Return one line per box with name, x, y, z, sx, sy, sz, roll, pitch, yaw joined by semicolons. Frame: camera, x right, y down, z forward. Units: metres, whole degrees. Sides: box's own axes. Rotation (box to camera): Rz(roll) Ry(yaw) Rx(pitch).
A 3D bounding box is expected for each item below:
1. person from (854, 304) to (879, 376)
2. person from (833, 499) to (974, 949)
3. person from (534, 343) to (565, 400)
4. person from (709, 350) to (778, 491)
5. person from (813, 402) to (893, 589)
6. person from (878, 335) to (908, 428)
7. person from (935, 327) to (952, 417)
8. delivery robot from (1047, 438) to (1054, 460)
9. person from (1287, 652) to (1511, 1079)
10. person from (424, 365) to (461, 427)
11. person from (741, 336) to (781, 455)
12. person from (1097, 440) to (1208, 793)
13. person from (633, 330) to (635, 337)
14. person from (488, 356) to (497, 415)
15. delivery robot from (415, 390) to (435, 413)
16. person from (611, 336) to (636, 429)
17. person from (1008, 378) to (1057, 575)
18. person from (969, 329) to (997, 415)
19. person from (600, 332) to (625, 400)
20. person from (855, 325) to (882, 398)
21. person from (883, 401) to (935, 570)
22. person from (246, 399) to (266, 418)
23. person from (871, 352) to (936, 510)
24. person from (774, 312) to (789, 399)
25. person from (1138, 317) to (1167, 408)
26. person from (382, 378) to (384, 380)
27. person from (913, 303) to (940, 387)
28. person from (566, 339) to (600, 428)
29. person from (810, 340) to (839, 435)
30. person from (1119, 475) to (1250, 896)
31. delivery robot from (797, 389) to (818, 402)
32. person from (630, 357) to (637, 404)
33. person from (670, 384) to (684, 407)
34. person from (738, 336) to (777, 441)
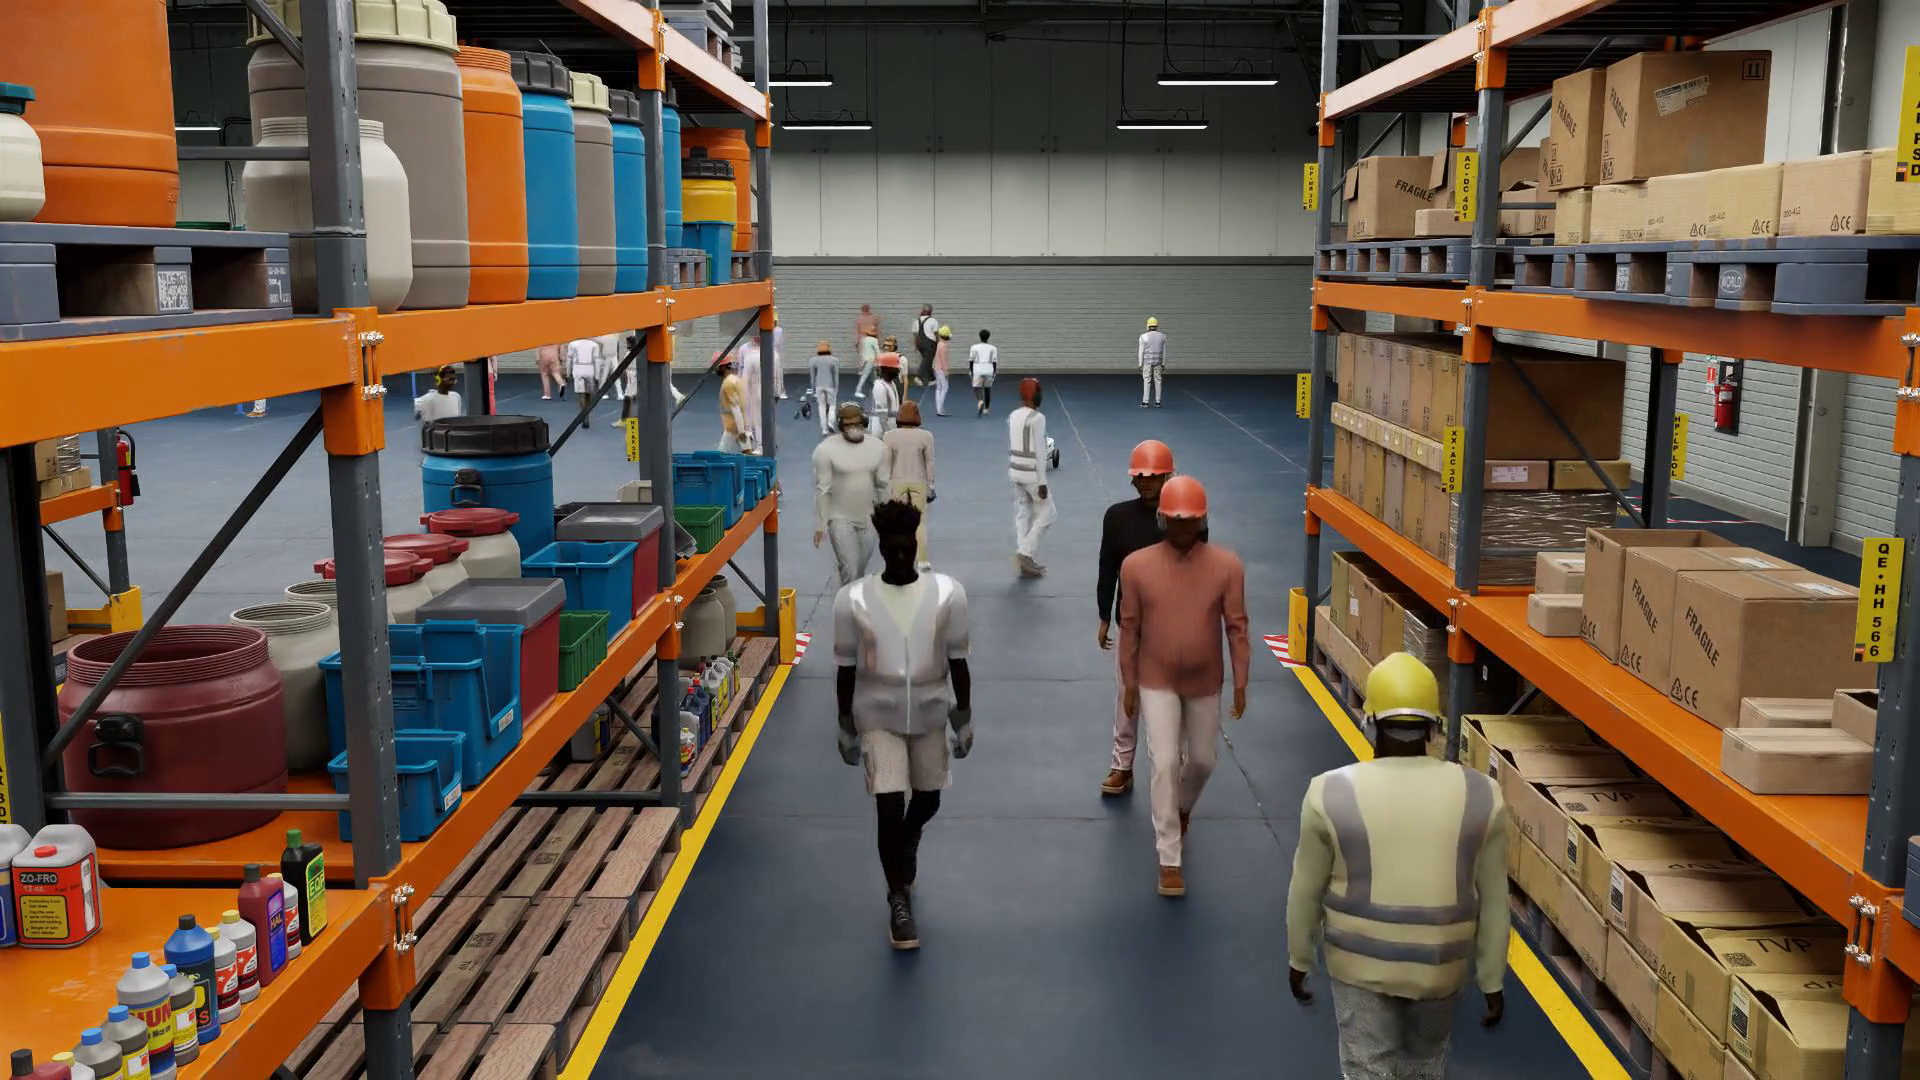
person;-2.441;-5.227;43.440;0.662;1.881;0.852;-3;10;-17
person;-0.261;0.758;7.421;0.620;1.938;0.833;-2;10;-11
person;-8.832;-3.949;35.791;0.653;1.882;0.660;-8;12;-39
person;-2.734;-1.422;20.685;0.981;1.881;0.560;1;10;5
person;-0.800;-0.121;12.836;0.700;1.890;0.826;-6;11;-32
person;-1.038;-2.204;25.434;0.516;1.842;0.328;5;11;29
person;-0.336;-3.248;32.064;0.288;1.726;0.628;-1;10;-9
delivery robot;1.141;-1.332;23.911;0.477;0.478;0.707;2;10;11
person;1.285;1.222;4.989;0.626;1.812;0.572;0;9;3
person;-5.653;-1.004;18.232;0.632;1.849;0.553;6;11;31
person;-3.058;-2.235;25.496;0.422;1.884;0.667;7;12;36
person;1.049;0.439;9.153;0.623;1.992;0.397;3;10;20
person;-7.121;-4.285;37.822;0.615;1.866;0.593;-2;10;-12
person;-8.895;-3.096;31.026;0.523;1.764;0.325;-2;10;-14
delivery robot;-10.020;-2.613;31.574;0.477;0.478;0.707;3;10;19
person;-5.769;-2.795;29.548;0.864;1.651;0.538;-8;12;-39
person;0.667;-0.588;15.645;0.398;1.875;0.614;-5;11;-29
person;0.463;-3.228;32.045;0.549;1.680;0.638;-2;10;-10
person;-7.552;-3.934;35.921;0.514;1.819;0.911;-7;12;-36
person;-1.960;-3.923;36.508;0.887;1.579;0.503;-6;11;-30
person;-0.493;-0.521;15.983;0.508;1.632;0.265;0;9;0
person;-13.536;-3.325;31.866;0.372;1.940;0.630;-1;10;-8
person;-0.786;-1.282;19.765;0.985;1.883;0.575;3;10;18
person;-4.008;-3.954;35.768;0.604;1.897;0.841;-6;11;-34
person;3.925;-3.635;34.040;0.590;1.833;0.404;-2;10;-14
person;-14.799;-4.765;41.536;0.876;1.588;0.543;7;12;37
person;-0.825;-4.692;39.878;0.679;2.000;1.005;9;13;44
person;-6.773;-2.982;29.982;0.565;1.900;0.992;-4;10;-24
person;-2.319;-2.614;28.564;0.498;1.618;0.351;0;9;3
person;1.070;0.642;8.031;0.621;1.967;0.860;0;9;1
delivery robot;-2.866;-2.764;31.714;0.335;0.223;0.698;4;10;22
person;-4.945;-2.403;26.198;0.939;2.001;0.628;9;13;42
person;-5.990;-3.523;33.433;0.758;1.818;0.629;2;10;11
person;-3.335;-2.568;27.505;0.675;1.873;0.804;-1;10;-5
